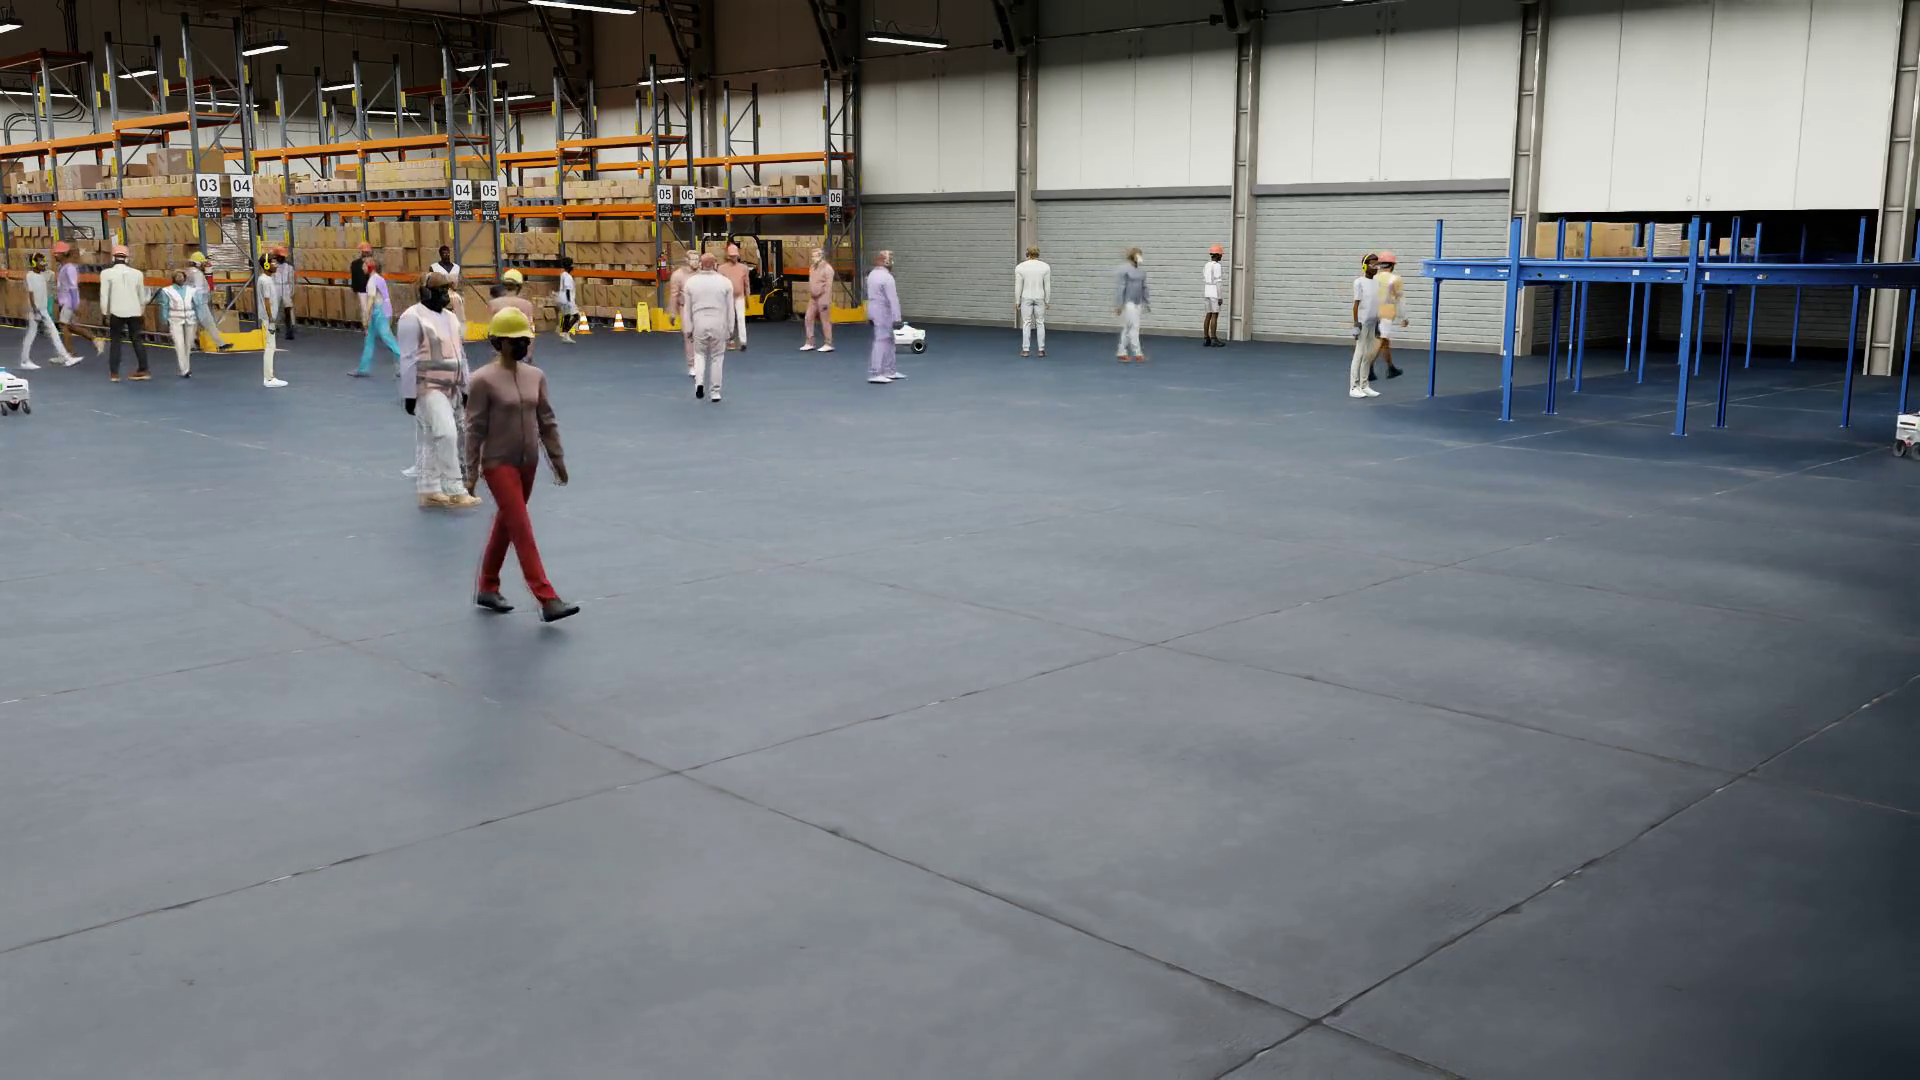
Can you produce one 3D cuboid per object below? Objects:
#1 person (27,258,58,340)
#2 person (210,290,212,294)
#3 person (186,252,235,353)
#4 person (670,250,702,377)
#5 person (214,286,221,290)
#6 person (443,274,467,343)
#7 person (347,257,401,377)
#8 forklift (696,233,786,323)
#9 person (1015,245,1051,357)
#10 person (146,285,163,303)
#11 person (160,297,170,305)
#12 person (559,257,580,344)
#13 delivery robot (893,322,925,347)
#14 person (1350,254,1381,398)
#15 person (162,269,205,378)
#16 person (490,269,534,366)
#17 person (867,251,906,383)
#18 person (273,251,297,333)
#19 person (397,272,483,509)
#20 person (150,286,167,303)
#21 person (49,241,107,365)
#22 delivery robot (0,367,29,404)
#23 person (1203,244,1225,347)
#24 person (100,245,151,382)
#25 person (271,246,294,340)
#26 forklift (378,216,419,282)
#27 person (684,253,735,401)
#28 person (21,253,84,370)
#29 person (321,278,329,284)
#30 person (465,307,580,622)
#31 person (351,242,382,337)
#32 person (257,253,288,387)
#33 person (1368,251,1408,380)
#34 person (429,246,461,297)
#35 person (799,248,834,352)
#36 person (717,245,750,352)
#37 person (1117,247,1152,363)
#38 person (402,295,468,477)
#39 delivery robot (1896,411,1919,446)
[{"bbox_3d":[-18.823,-4.993,34.129,0.542,1.726,0.763,-6,12,-31],"label":"person"},{"bbox_3d":[-18.826,-6.443,41.245,0.637,2.014,0.815,-8,13,-37],"label":"person"},{"bbox_3d":[-13.596,-4.274,29.988,0.873,1.792,0.626,-9,14,-41],"label":"person"},{"bbox_3d":[-3.954,-3.385,24.925,0.685,1.876,0.811,-7,12,-33],"label":"person"},{"bbox_3d":[-20.907,-7.187,46.435,0.769,1.600,0.486,-6,12,-31],"label":"person"},{"bbox_3d":[-6.478,-2.572,21.186,0.386,1.623,0.538,-5,11,-24],"label":"person"},{"bbox_3d":[-8.713,-3.345,24.970,0.984,1.796,0.588,-2,11,-13],"label":"person"},{"bbox_3d":[-5.496,-6.489,41.108,2.313,2.155,1.214,-10,14,-44],"label":"forklift"},{"bbox_3d":[1.275,-4.201,29.212,0.627,1.940,0.373,-1,10,-4],"label":"person"},{"bbox_3d":[-21.975,-7.100,45.385,0.597,1.822,0.949,8,13,36],"label":"person"},{"bbox_3d":[-20.365,-6.583,42.371,0.586,1.883,0.988,-7,12,-33],"label":"person"},{"bbox_3d":[-7.614,-4.654,32.385,0.368,1.686,0.541,-5,12,-25],"label":"person"},{"bbox_3d":[-0.994,-3.695,30.090,0.707,0.478,0.477,-1,10,-5],"label":"delivery robot"},{"bbox_3d":[5.361,-2.820,21.873,0.538,1.869,0.312,-9,14,-41],"label":"person"},{"bbox_3d":[-11.452,-3.186,24.600,0.821,1.598,0.526,9,14,42],"label":"person"},{"bbox_3d":[-4.957,-2.093,18.263,0.534,1.755,0.620,3,11,15],"label":"person"},{"bbox_3d":[-0.986,-3.209,23.948,0.773,1.879,0.685,-5,11,-24],"label":"person"},{"bbox_3d":[-14.769,-5.415,36.253,0.596,1.797,0.928,-10,14,-42],"label":"person"},{"bbox_3d":[-3.930,-1.145,12.865,0.756,1.819,0.654,3,11,15],"label":"person"},{"bbox_3d":[-19.202,-6.003,39.989,0.516,1.591,0.855,-8,13,-37],"label":"person"},{"bbox_3d":[-14.699,-3.938,27.561,0.849,2.022,0.614,-7,13,-35],"label":"person"},{"bbox_3d":[-11.487,-1.833,19.937,0.707,0.478,0.477,8,13,36],"label":"delivery robot"},{"bbox_3d":[4.870,-4.682,31.835,0.361,1.939,0.542,-4,11,-21],"label":"person"},{"bbox_3d":[-12.223,-3.320,24.311,0.440,1.973,0.654,10,14,42],"label":"person"},{"bbox_3d":[-13.968,-5.079,34.122,0.550,1.904,0.912,-9,14,-39],"label":"person"},{"bbox_3d":[-17.868,-9.201,54.028,1.873,2.768,1.129,-10,14,-44],"label":"forklift"},{"bbox_3d":[-3.194,-2.722,21.297,0.645,1.893,0.425,0,10,-2],"label":"person"},{"bbox_3d":[-14.479,-3.607,26.287,0.990,1.819,0.554,0,10,2],"label":"person"},{"bbox_3d":[-18.762,-7.754,49.380,0.900,1.651,0.543,-2,11,-13],"label":"person"},{"bbox_3d":[-2.427,-0.417,9.165,0.898,1.711,0.545,6,12,32],"label":"person"},{"bbox_3d":[-12.137,-5.110,34.081,0.619,1.980,0.431,-5,12,-27],"label":"person"},{"bbox_3d":[-9.719,-3.103,23.454,0.321,1.865,0.514,-4,11,-22],"label":"person"},{"bbox_3d":[6.253,-3.302,24.511,1.030,1.881,0.541,-8,13,-37],"label":"person"},{"bbox_3d":[-9.359,-4.388,30.293,0.375,1.915,0.598,10,14,43],"label":"person"},{"bbox_3d":[-2.604,-4.337,30.148,0.767,1.866,0.680,-10,14,-43],"label":"person"},{"bbox_3d":[-4.138,-4.435,30.527,0.591,1.930,1.083,-2,11,-12],"label":"person"},{"bbox_3d":[2.951,-3.888,27.579,0.877,1.902,0.655,9,14,42],"label":"person"},{"bbox_3d":[-4.614,-1.406,14.569,0.716,1.719,0.496,2,11,9],"label":"person"},{"bbox_3d":[9.333,-1.091,15.894,0.707,0.478,0.477,-3,11,-16],"label":"delivery robot"}]
